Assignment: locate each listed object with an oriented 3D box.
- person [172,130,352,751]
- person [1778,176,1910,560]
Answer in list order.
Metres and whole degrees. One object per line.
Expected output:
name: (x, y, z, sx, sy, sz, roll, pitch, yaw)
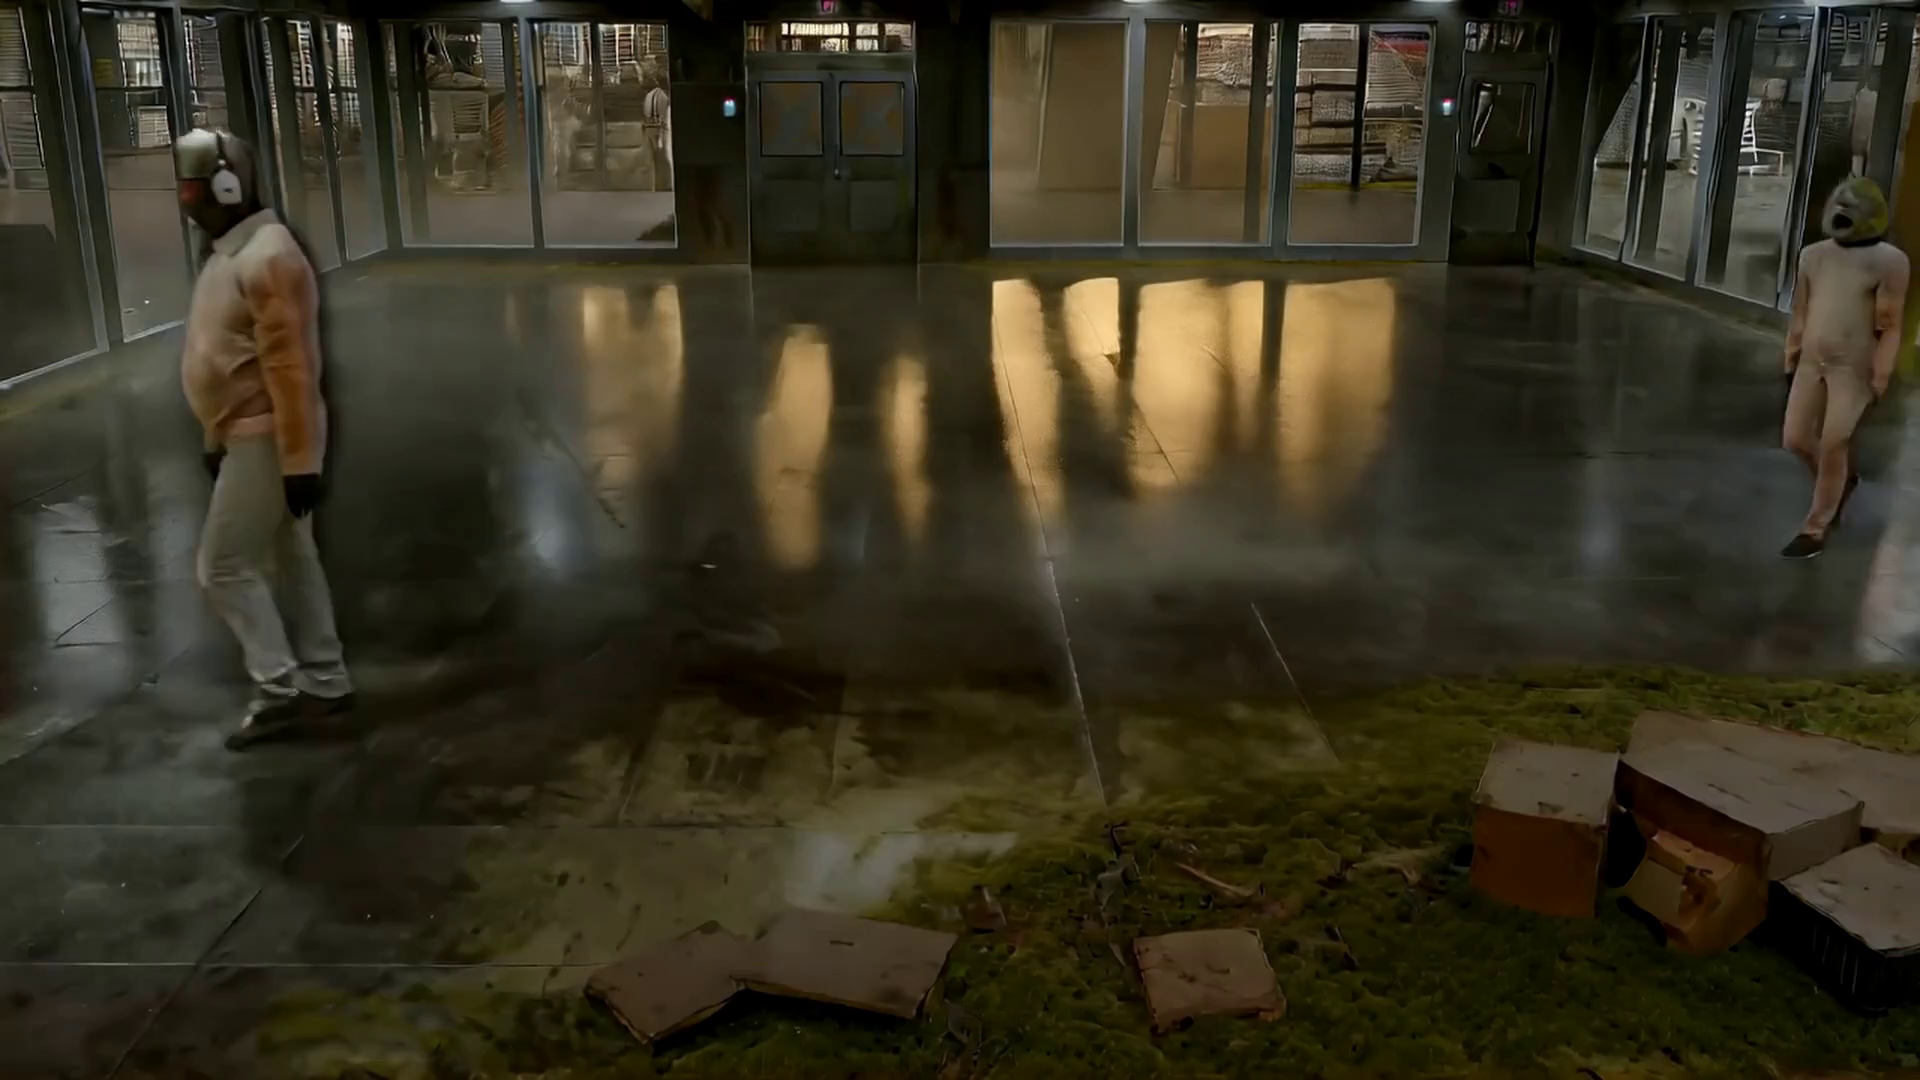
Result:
person: (-2.225, -0.287, 5.114, 0.590, 1.885, 0.669, -10, 19, -30)
person: (3.774, -0.730, 7.086, 0.529, 1.621, 0.506, -9, 18, -27)
